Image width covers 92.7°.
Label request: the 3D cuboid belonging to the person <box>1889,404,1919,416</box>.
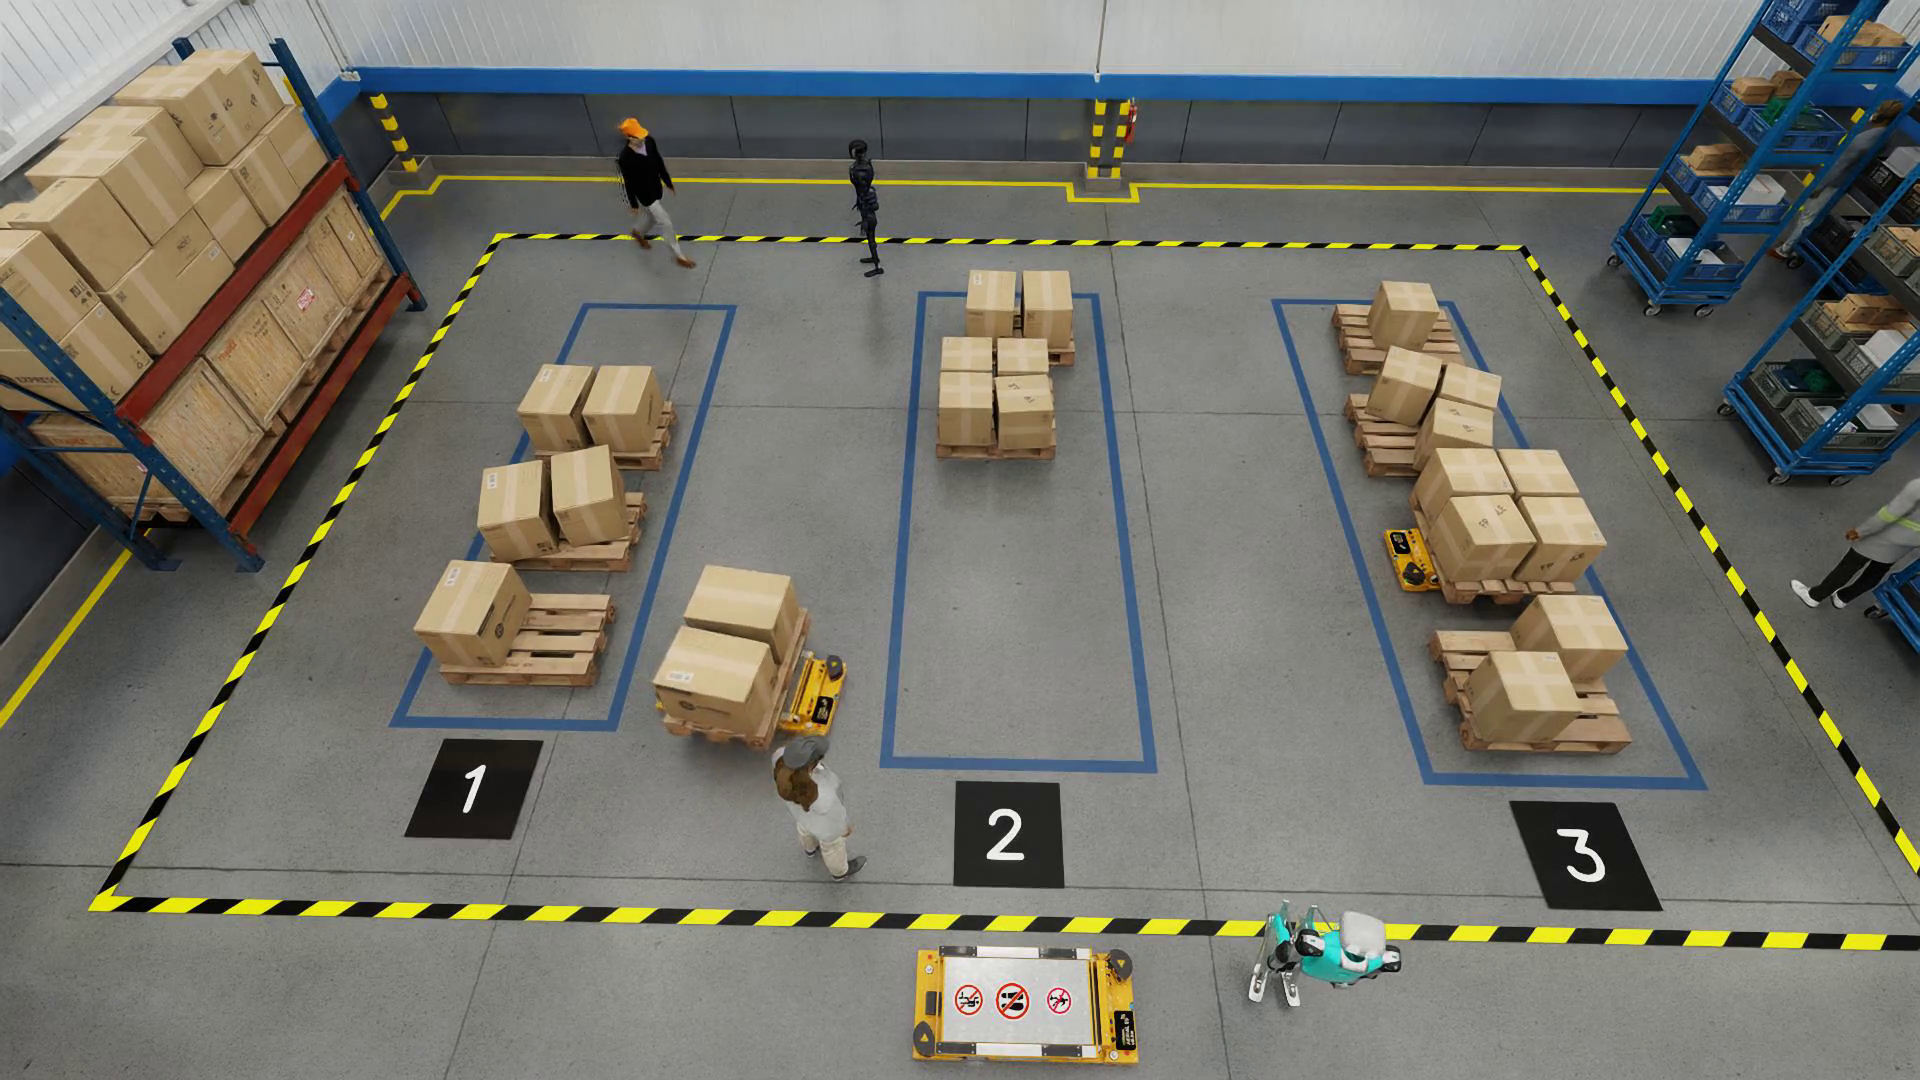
[{"bbox_3d":[10.166,-2.015,9.037,0.601,1.961,0.371,11,52,9],"label":"person"}]

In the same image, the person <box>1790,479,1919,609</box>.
[{"bbox_3d":[7.684,-0.082,7.535,0.587,1.846,0.406,7,51,5],"label":"person"}]

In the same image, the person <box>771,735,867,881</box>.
[{"bbox_3d":[-0.953,1.786,6.061,0.572,1.768,0.398,34,59,25],"label":"person"}]

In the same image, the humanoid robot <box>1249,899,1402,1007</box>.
[{"bbox_3d":[2.125,2.380,5.512,0.533,1.677,0.735,8,51,7],"label":"humanoid robot"}]

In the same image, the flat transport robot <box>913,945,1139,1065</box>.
[{"bbox_3d":[0.422,3.041,6.007,1.431,0.231,0.659,1,51,1],"label":"flat transport robot"}]

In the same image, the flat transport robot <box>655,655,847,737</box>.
[{"bbox_3d":[-1.708,1.173,7.512,1.431,0.197,0.652,7,51,6],"label":"flat transport robot"}]

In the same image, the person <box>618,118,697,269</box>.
[{"bbox_3d":[-3.725,-4.112,10.819,0.890,1.849,0.591,15,52,12],"label":"person"}]

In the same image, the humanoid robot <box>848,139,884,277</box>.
[{"bbox_3d":[-1.111,-3.883,10.731,0.315,1.659,0.599,-8,51,-6],"label":"humanoid robot"}]

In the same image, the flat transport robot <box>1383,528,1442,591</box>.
[{"bbox_3d":[4.689,0.155,8.342,1.431,0.197,0.652,1,51,1],"label":"flat transport robot"}]

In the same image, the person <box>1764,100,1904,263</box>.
[{"bbox_3d":[10.393,-4.223,10.861,0.626,1.932,0.371,-19,53,-15],"label":"person"}]
